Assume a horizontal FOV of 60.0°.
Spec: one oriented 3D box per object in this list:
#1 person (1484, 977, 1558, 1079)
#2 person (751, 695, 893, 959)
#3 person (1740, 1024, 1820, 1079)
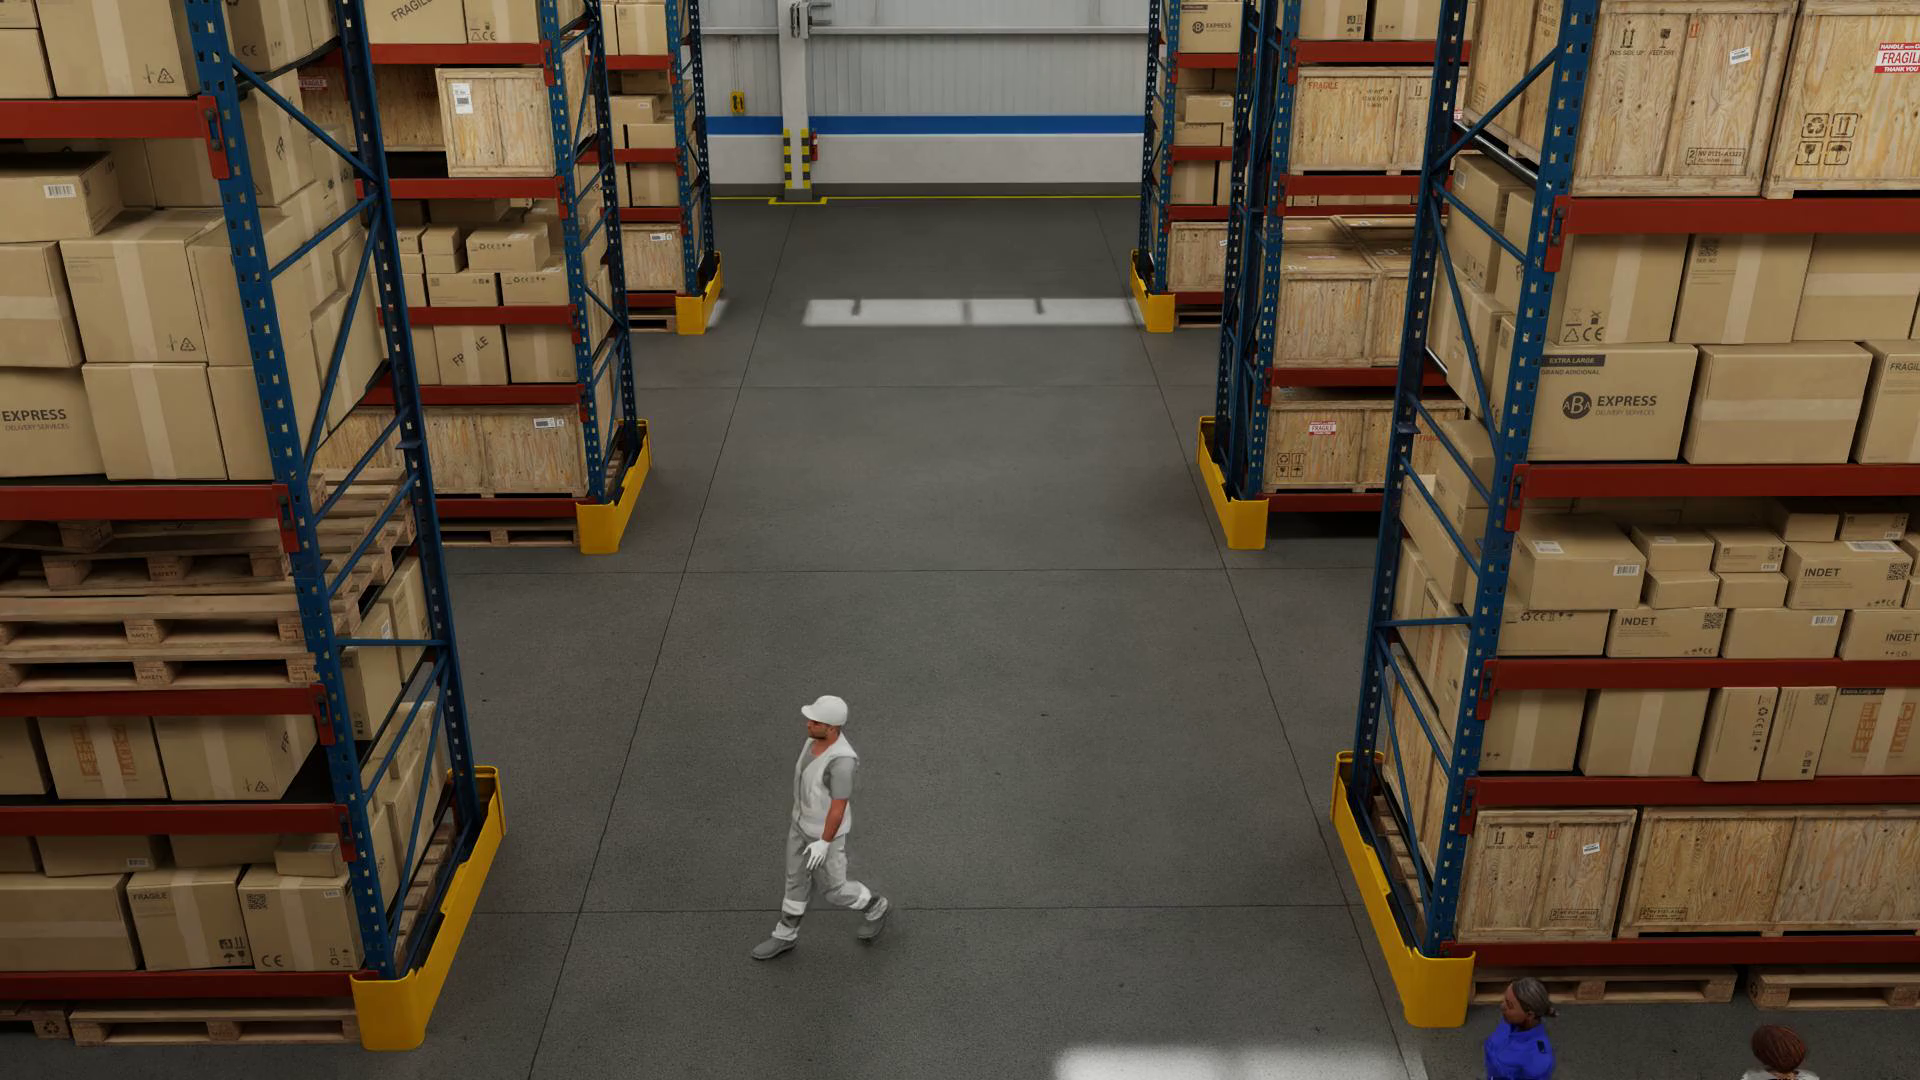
[{"bbox_3d":[2.644,2.792,8.021,0.647,1.652,0.485,-2,25,-5],"label":"person"},{"bbox_3d":[-0.863,1.747,10.117,0.892,1.766,0.535,-15,29,-28],"label":"person"},{"bbox_3d":[3.828,2.932,7.813,0.520,1.583,0.427,9,27,19],"label":"person"}]
